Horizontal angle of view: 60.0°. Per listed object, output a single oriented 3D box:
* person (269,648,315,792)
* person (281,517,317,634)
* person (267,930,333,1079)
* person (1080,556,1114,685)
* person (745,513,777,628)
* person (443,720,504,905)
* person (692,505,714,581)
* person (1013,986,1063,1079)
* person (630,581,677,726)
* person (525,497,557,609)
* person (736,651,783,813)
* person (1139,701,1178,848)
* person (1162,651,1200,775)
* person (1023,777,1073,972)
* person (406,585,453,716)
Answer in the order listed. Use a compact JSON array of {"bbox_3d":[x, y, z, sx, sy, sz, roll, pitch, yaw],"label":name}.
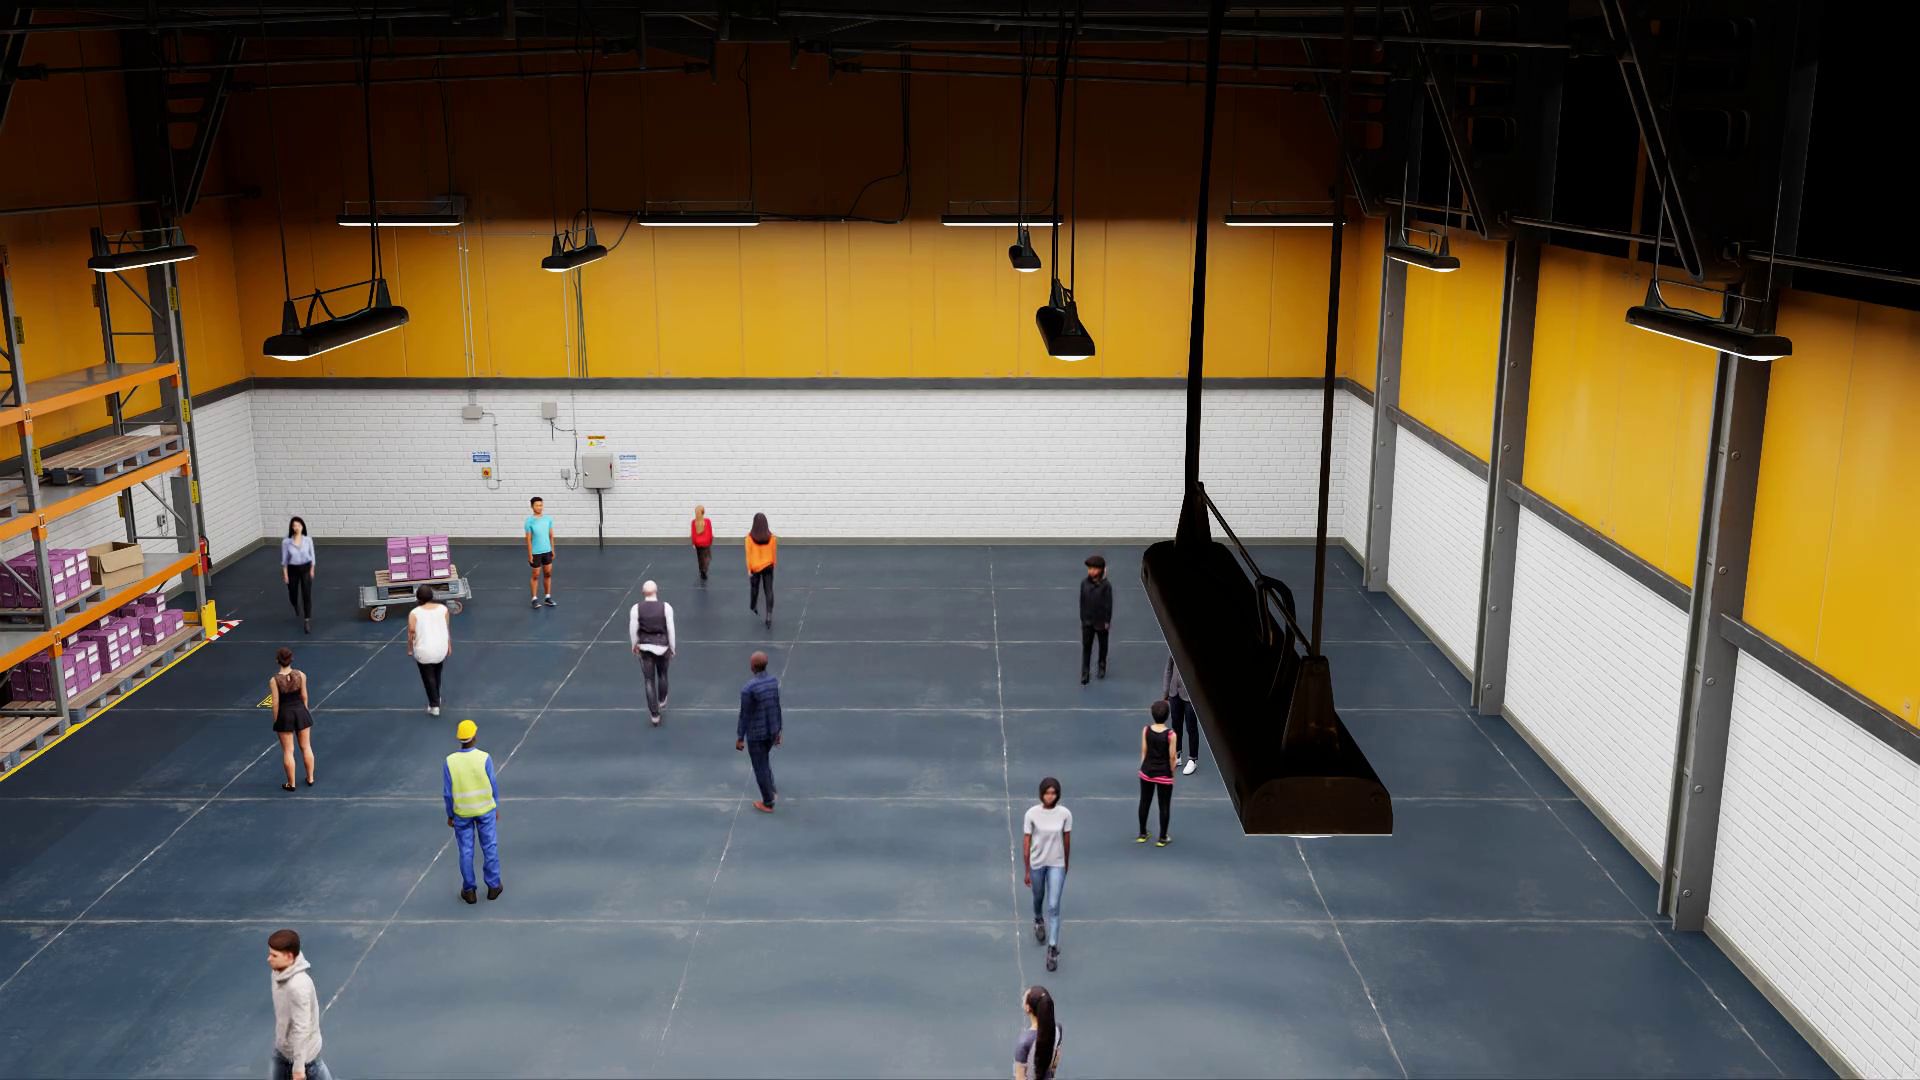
[{"bbox_3d":[-7.577,2.013,18.846,0.682,1.672,0.734,-11,18,-39],"label":"person"},{"bbox_3d":[-9.926,0.507,24.957,0.929,1.725,1.126,-7,15,-27],"label":"person"},{"bbox_3d":[-4.625,3.628,11.890,1.201,1.809,1.290,13,18,42],"label":"person"},{"bbox_3d":[1.876,1.074,22.611,0.796,1.727,1.152,3,14,14],"label":"person"},{"bbox_3d":[-2.970,0.472,25.129,0.837,1.710,1.166,-4,14,-16],"label":"person"},{"bbox_3d":[-4.706,2.614,16.073,0.734,1.810,0.694,-5,14,-18],"label":"person"},{"bbox_3d":[-4.298,0.062,27.755,0.486,1.272,0.719,0,14,0],"label":"person"},{"bbox_3d":[0.565,3.846,11.350,0.713,1.638,0.765,-12,18,-40],"label":"person"},{"bbox_3d":[-3.865,1.442,20.954,0.847,1.790,1.153,-2,14,-10],"label":"person"},{"bbox_3d":[-6.616,0.183,26.193,0.681,1.773,0.722,-11,18,-39],"label":"person"},{"bbox_3d":[-2.108,2.111,18.156,0.854,1.806,0.781,10,17,36],"label":"person"},{"bbox_3d":[2.057,2.428,17.396,0.615,1.549,0.634,7,15,25],"label":"person"},{"bbox_3d":[2.635,1.807,19.391,0.798,1.817,0.848,12,18,42],"label":"person"},{"bbox_3d":[0.769,2.934,15.018,0.608,1.684,1.108,0,14,1],"label":"person"},{"bbox_3d":[-6.774,1.425,21.300,1.000,1.661,1.087,-12,18,-40],"label":"person"}]
